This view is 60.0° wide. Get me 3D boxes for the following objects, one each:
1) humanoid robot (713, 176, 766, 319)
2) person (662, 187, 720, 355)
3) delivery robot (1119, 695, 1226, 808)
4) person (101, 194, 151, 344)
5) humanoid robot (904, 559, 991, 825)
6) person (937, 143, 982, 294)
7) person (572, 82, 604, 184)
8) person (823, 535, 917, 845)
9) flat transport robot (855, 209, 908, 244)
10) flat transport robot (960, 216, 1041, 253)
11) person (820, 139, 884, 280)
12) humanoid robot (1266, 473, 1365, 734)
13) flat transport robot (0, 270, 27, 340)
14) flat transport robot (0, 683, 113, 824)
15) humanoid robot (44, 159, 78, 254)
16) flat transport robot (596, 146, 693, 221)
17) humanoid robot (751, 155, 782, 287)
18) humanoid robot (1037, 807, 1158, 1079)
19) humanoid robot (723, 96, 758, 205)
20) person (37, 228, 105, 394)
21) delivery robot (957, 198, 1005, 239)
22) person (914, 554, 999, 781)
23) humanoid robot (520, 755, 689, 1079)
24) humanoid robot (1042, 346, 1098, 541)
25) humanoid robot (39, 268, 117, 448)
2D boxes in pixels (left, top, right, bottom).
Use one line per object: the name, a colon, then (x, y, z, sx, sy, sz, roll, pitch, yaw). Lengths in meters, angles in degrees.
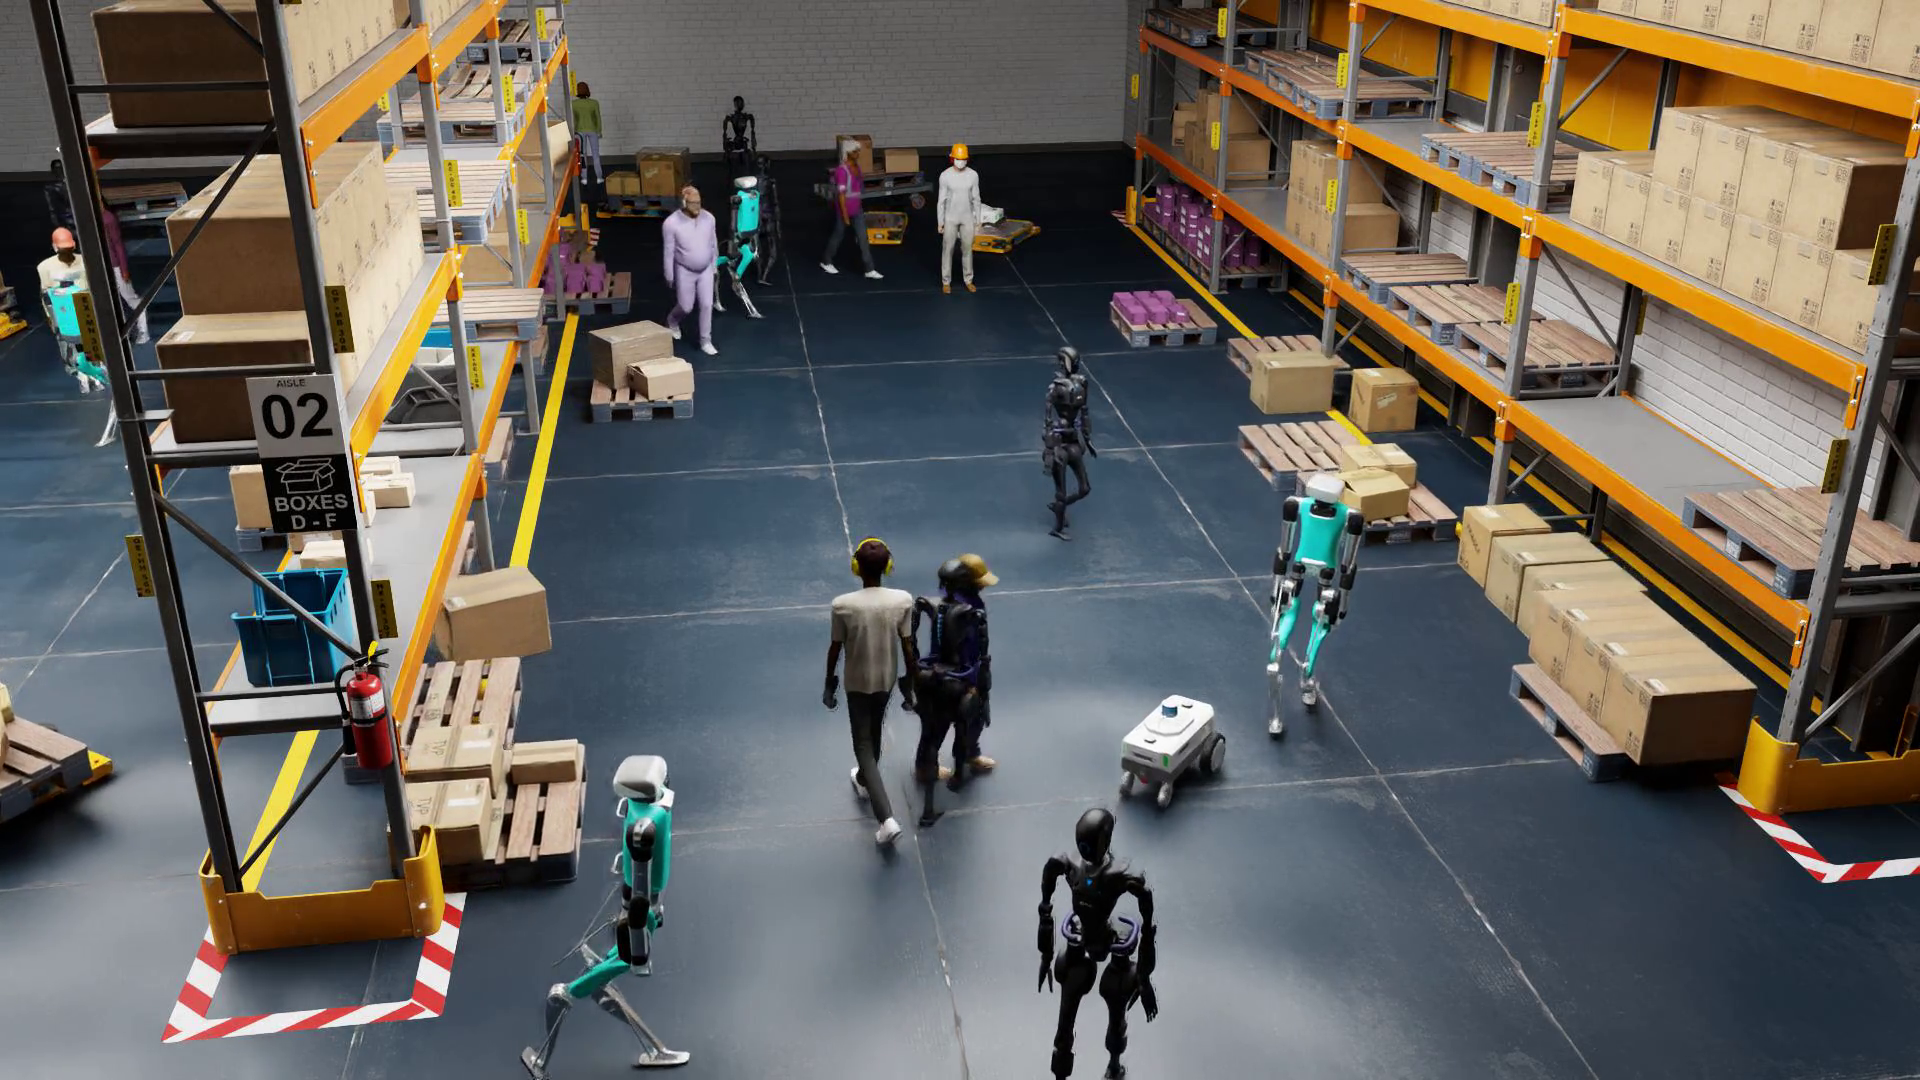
humanoid robot: (-2.744, -3.488, 19.836, 0.979, 1.756, 0.536, 16, 28, 32)
person: (-3.024, -3.025, 18.571, 0.659, 1.886, 0.679, -16, 28, -32)
delivery robot: (1.317, 1.277, 10.434, 0.499, 0.612, 0.794, 15, 28, 30)
person: (-9.597, -3.070, 18.642, 0.615, 1.899, 0.872, 6, 24, 13)
humanoid robot: (-0.099, 0.880, 9.980, 0.600, 1.641, 0.640, 11, 26, 24)
person: (-0.007, -4.029, 20.854, 0.560, 1.887, 0.399, -4, 24, -10)
person: (-6.069, -6.615, 27.048, 0.497, 1.633, 0.286, -4, 24, -10)
person: (-0.519, 0.862, 9.780, 0.530, 1.830, 0.912, -9, 25, -20)
flat transport robot: (-1.119, -4.496, 23.920, 0.659, 0.231, 1.431, 1, 24, 2)
flat transport robot: (0.583, -4.309, 23.494, 0.659, 0.231, 1.431, 10, 26, 22)
person: (-1.452, -4.293, 21.546, 0.953, 1.806, 0.514, 15, 28, 31)
humanoid robot: (2.236, 0.476, 10.776, 0.555, 1.755, 0.977, 10, 26, 21)
flat transport robot: (-11.732, -2.478, 19.323, 1.431, 0.231, 0.659, 1, 24, 2)
flat transport robot: (-6.001, 1.572, 10.097, 0.659, 0.231, 1.431, 13, 27, 27)
humanoid robot: (-11.252, -4.028, 21.152, 0.803, 1.614, 0.608, 17, 29, 34)
flat transport robot: (-4.694, -5.004, 25.079, 1.431, 0.231, 0.659, 2, 24, 5)
humanoid robot: (-2.548, -4.053, 21.169, 0.593, 1.647, 0.467, 19, 30, 36)
humanoid robot: (0.616, 1.947, 7.517, 0.590, 1.636, 0.702, 9, 25, 20)
humanoid robot: (-3.392, -5.999, 25.600, 0.591, 1.651, 0.338, -15, 28, -31)
person: (-9.124, -2.368, 17.234, 0.586, 1.737, 0.466, -21, 31, -39)
delivery robot: (0.284, -4.565, 23.741, 0.782, 0.610, 0.510, 8, 25, 18)
person: (-0.016, 0.791, 10.224, 0.607, 1.587, 0.468, 5, 24, 11)
humanoid robot: (-1.742, 1.816, 7.772, 0.903, 1.813, 0.554, -1, 24, -1)
humanoid robot: (0.867, -0.803, 13.750, 0.372, 1.645, 0.591, 20, 31, 38)
humanoid robot: (-8.231, -1.824, 16.047, 0.550, 1.793, 0.920, 5, 24, 12)
